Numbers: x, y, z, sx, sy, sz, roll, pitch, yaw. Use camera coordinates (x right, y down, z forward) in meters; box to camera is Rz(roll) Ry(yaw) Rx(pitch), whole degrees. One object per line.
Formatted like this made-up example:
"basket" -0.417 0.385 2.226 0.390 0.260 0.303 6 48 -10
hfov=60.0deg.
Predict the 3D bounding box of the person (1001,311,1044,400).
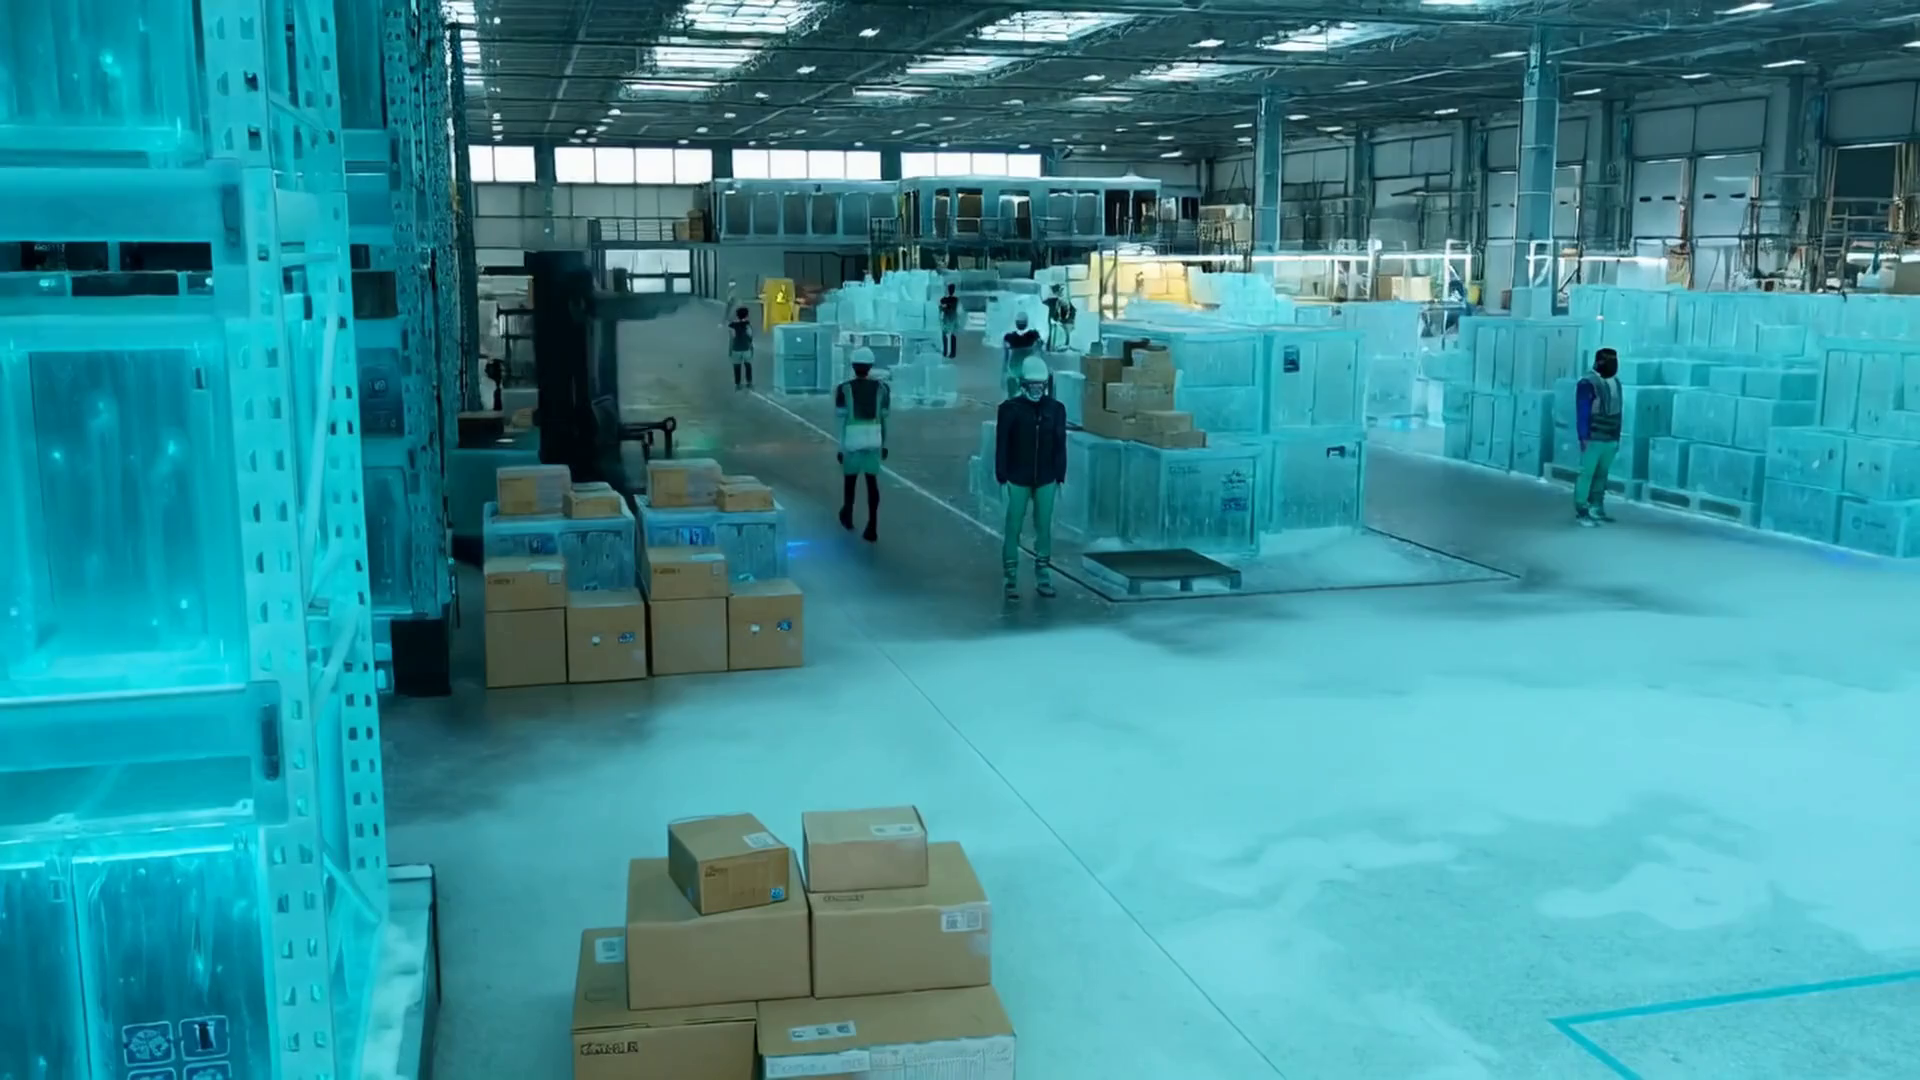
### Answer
"person" 0.891 -2.338 24.081 0.635 1.935 0.354 4 11 21

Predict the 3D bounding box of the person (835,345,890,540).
"person" -0.981 -0.984 16.543 0.568 1.884 1.008 -3 10 -16

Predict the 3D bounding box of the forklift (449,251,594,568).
"forklift" -3.566 -1.202 14.981 1.873 2.768 1.129 0 10 1

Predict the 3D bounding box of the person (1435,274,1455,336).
"person" 15.413 -7.547 53.287 0.682 2.000 0.917 -9 13 -41

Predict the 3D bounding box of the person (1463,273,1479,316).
"person" 18.318 -8.605 59.638 0.582 1.919 0.401 -2 10 -13

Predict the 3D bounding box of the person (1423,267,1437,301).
"person" 21.215 -11.333 75.045 0.620 1.924 0.546 0 10 -1

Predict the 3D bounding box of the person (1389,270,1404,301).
"person" 19.864 -11.339 75.401 0.664 1.810 0.844 9 13 41

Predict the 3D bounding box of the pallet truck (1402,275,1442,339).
"pallet truck" 14.620 -7.324 52.145 0.823 1.965 1.885 8 13 40

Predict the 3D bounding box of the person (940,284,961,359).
"person" -0.256 -5.582 42.563 0.618 1.891 0.958 -5 11 -24

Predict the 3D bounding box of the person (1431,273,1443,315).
"person" 19.360 -9.835 66.900 0.873 1.803 0.651 7 12 34

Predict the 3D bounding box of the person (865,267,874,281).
"person" -3.875 -10.613 70.775 0.376 1.995 0.612 -7 12 -34

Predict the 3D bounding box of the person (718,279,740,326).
"person" -8.201 -8.504 59.668 0.912 1.687 0.507 1 10 6

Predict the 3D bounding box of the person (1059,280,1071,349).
"person" 2.956 -6.358 46.863 0.365 1.932 0.543 1 10 8

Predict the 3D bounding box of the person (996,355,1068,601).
"person" 0.591 -0.500 13.510 0.613 1.995 0.390 -3 10 -16

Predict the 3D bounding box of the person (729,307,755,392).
"person" -4.293 -3.770 32.920 0.554 1.666 0.704 1 10 5

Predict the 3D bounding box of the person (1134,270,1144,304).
"person" 7.520 -10.435 70.041 0.597 1.897 0.605 -4 11 -20

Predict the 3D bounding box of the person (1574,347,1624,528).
"person" 6.568 -1.049 17.055 0.619 1.845 0.430 -7 12 -33

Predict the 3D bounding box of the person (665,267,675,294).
"person" -15.079 -13.287 86.375 0.544 1.833 0.444 -3 10 -17

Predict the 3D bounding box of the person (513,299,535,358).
"person" -10.414 -4.959 39.815 0.540 1.622 0.457 0 10 -2

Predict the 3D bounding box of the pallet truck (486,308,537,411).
"pallet truck" -6.242 -2.418 24.362 0.823 1.965 1.885 1 10 3

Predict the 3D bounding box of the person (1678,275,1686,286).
"person" 25.301 -8.352 58.344 0.309 1.864 0.535 1 10 7

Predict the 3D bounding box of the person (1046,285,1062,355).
"person" 2.493 -5.830 44.096 0.325 1.860 0.507 -9 13 -40
